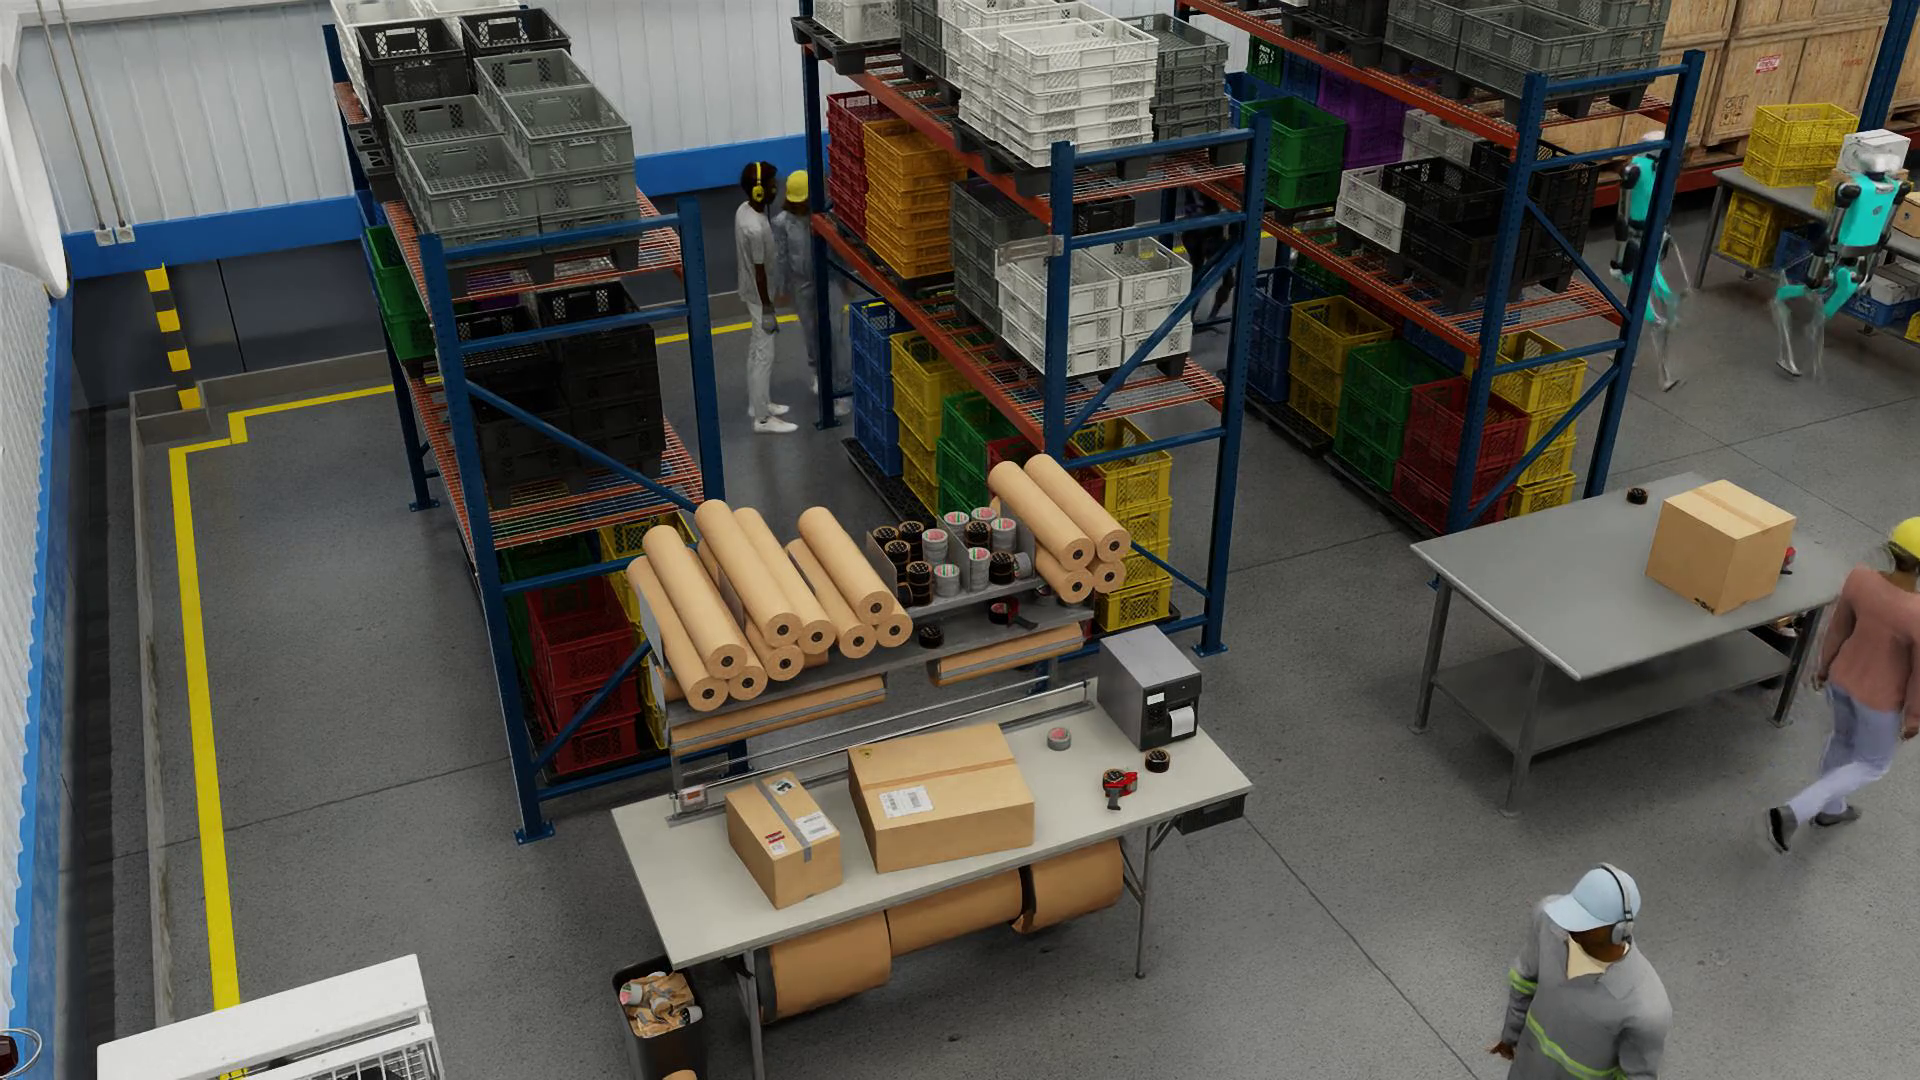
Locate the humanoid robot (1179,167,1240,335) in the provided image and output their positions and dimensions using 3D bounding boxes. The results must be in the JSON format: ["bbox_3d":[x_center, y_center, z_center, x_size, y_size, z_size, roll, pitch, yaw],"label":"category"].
[{"bbox_3d":[1.845,-2.299,12.362,0.349,1.652,0.599,-20,37,-29],"label":"humanoid robot"}]

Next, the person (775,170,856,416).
[{"bbox_3d":[-0.983,-1.715,11.387,0.559,1.708,0.540,5,32,8],"label":"person"}]

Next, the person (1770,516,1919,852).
[{"bbox_3d":[4.049,0.665,7.470,0.632,1.749,0.533,-9,33,-15],"label":"person"}]

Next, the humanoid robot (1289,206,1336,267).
[{"bbox_3d":[2.910,-3.059,13.453,0.729,1.707,0.530,-25,39,-34],"label":"humanoid robot"}]

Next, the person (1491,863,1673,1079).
[{"bbox_3d":[1.992,1.797,5.543,0.401,1.851,0.589,-12,34,-19],"label":"person"}]

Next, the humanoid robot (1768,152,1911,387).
[{"bbox_3d":[6.057,-1.900,11.713,0.542,1.836,0.746,-8,32,-12],"label":"humanoid robot"}]

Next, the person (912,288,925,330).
[{"bbox_3d":[-0.325,-1.936,11.605,0.348,1.858,0.503,3,32,4],"label":"person"}]

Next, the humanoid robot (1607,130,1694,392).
[{"bbox_3d":[4.977,-1.894,11.717,0.561,1.850,0.841,-18,36,-27],"label":"humanoid robot"}]

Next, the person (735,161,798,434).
[{"bbox_3d":[-1.309,-1.604,11.054,0.309,1.864,0.529,-8,32,-13],"label":"person"}]
